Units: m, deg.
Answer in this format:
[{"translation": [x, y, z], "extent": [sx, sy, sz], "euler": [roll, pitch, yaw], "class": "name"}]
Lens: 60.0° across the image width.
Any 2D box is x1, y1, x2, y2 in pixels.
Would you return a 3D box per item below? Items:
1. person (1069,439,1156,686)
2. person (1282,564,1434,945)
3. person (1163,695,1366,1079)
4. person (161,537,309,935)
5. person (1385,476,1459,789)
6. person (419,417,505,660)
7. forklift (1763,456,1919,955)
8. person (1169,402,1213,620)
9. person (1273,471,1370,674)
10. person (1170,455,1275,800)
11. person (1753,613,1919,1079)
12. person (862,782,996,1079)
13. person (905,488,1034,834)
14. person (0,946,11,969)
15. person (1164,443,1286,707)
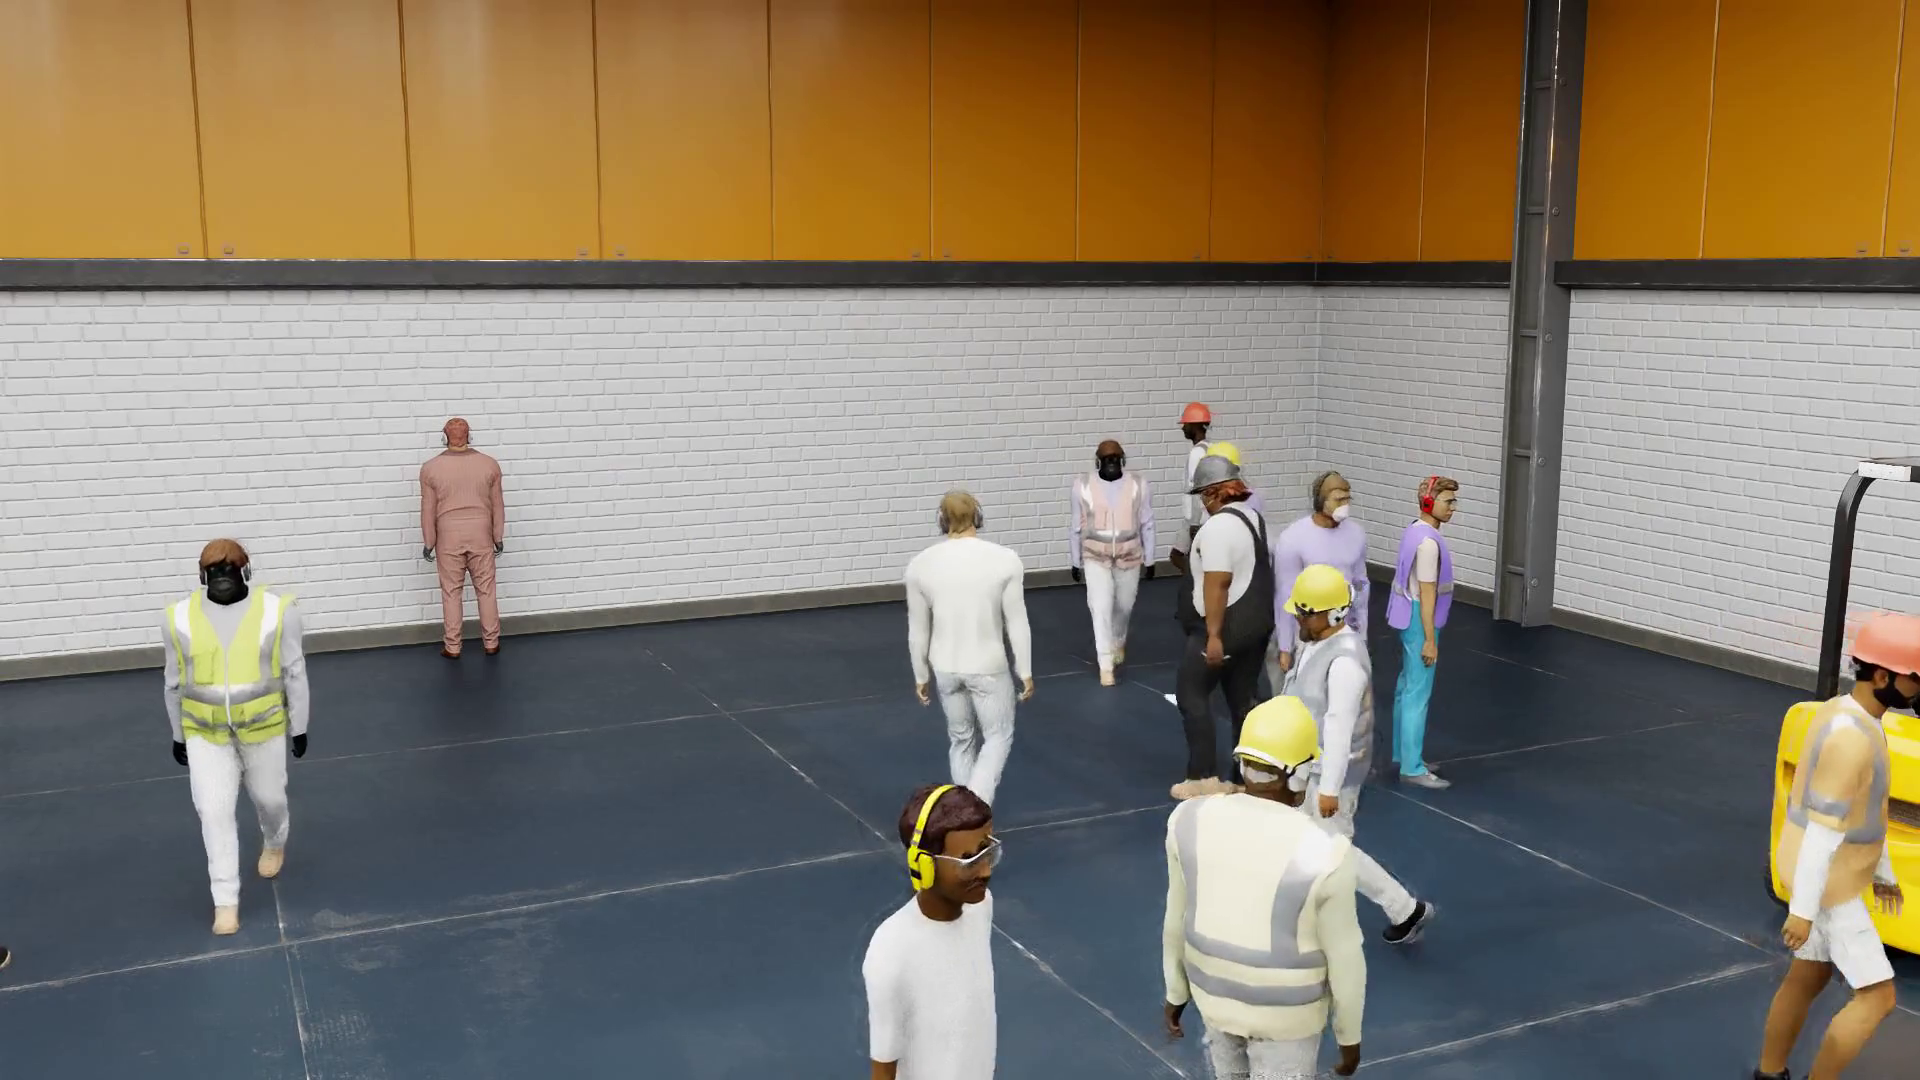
[{"translation": [1.141, 0.128, 12.510], "extent": [0.655, 1.811, 0.879], "euler": [0, 9, 0], "class": "person"}, {"translation": [1.701, 0.972, 7.320], "extent": [0.744, 1.793, 0.610], "euler": [0, 9, 0], "class": "person"}, {"translation": [0.901, 1.347, 4.903], "extent": [0.615, 1.813, 0.437], "euler": [7, 12, 37], "class": "person"}, {"translation": [-3.429, 0.866, 7.928], "extent": [0.632, 1.817, 0.842], "euler": [-3, 10, -17], "class": "person"}, {"translation": [2.729, 0.534, 9.875], "extent": [0.391, 1.839, 0.564], "euler": [1, 9, 8], "class": "person"}, {"translation": [-3.904, -0.013, 13.075], "extent": [0.638, 1.905, 0.407], "euler": [-4, 10, -24], "class": "person"}, {"translation": [4.857, 0.731, 7.561], "extent": [2.313, 2.155, 1.214], "euler": [-4, 10, -25], "class": "forklift"}, {"translation": [2.023, -0.225, 14.336], "extent": [0.404, 1.918, 0.564], "euler": [3, 10, 21], "class": "person"}, {"translation": [2.047, 0.539, 9.612], "extent": [0.649, 1.921, 0.673], "euler": [-4, 10, -25], "class": "person"}, {"translation": [1.522, 0.485, 9.558], "extent": [0.596, 2.000, 0.737], "euler": [7, 12, 38], "class": "person"}, {"translation": [3.040, 1.175, 5.725], "extent": [0.577, 1.902, 0.549], "euler": [4, 10, 24], "class": "person"}, {"translation": [-0.080, 1.464, 4.062], "extent": [0.527, 1.853, 0.540], "euler": [5, 10, 28], "class": "person"}, {"translation": [0.032, 0.703, 8.611], "extent": [0.692, 1.906, 0.659], "euler": [2, 9, 13], "class": "person"}, {"translation": [-4.339, 0.978, 6.815], "extent": [0.616, 1.943, 0.768], "euler": [1, 9, 7], "class": "person"}, {"translation": [1.864, 0.278, 11.370], "extent": [0.923, 1.865, 0.693], "euler": [7, 11, 35], "class": "person"}]
